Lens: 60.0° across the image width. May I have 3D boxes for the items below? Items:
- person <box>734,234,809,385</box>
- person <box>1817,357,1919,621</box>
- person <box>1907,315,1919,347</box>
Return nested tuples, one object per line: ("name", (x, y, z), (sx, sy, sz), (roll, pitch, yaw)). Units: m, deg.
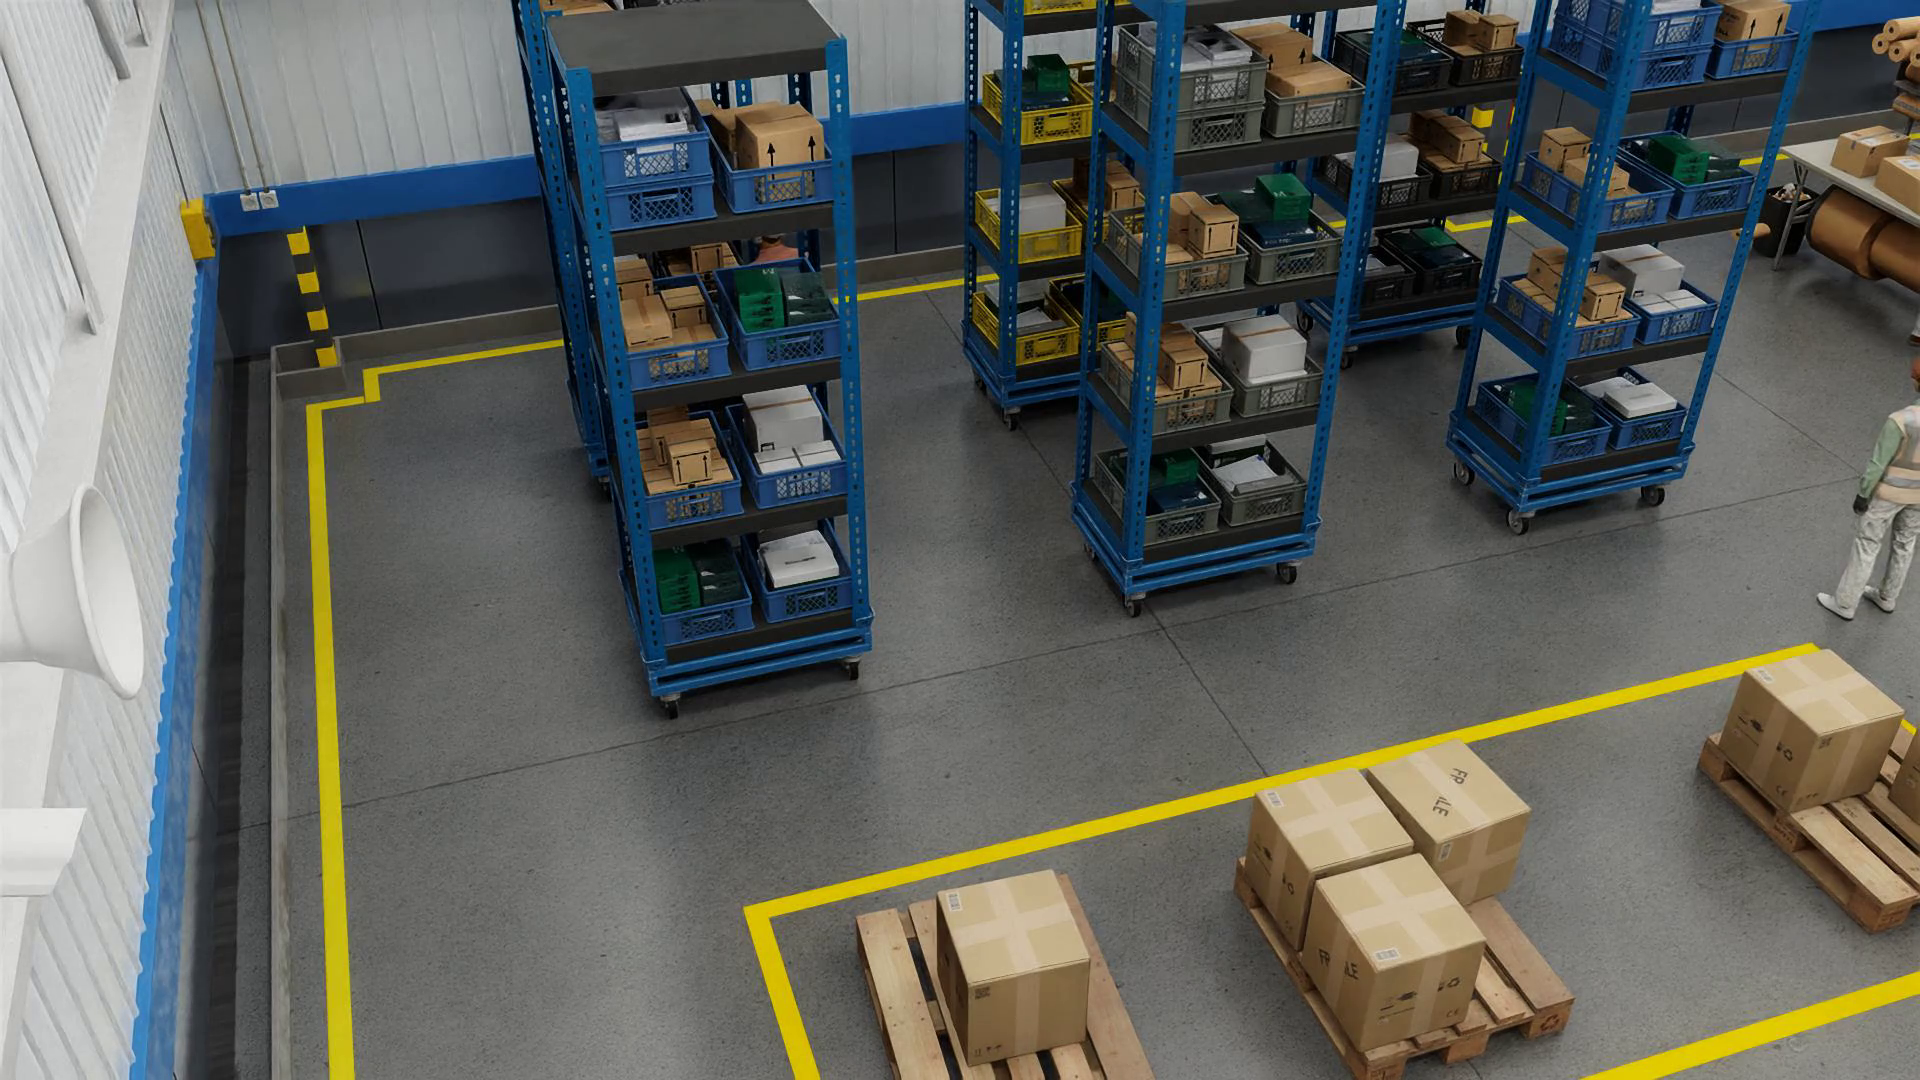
("person", (-1.136, -1.171, 10.220), (0.624, 1.984, 0.413), (-29, 45, -35))
("person", (5.214, -0.274, 9.251), (0.521, 1.633, 0.316), (-8, 36, -12))
("person", (7.161, -2.138, 11.638), (0.370, 1.930, 0.629), (3, 35, 4))
